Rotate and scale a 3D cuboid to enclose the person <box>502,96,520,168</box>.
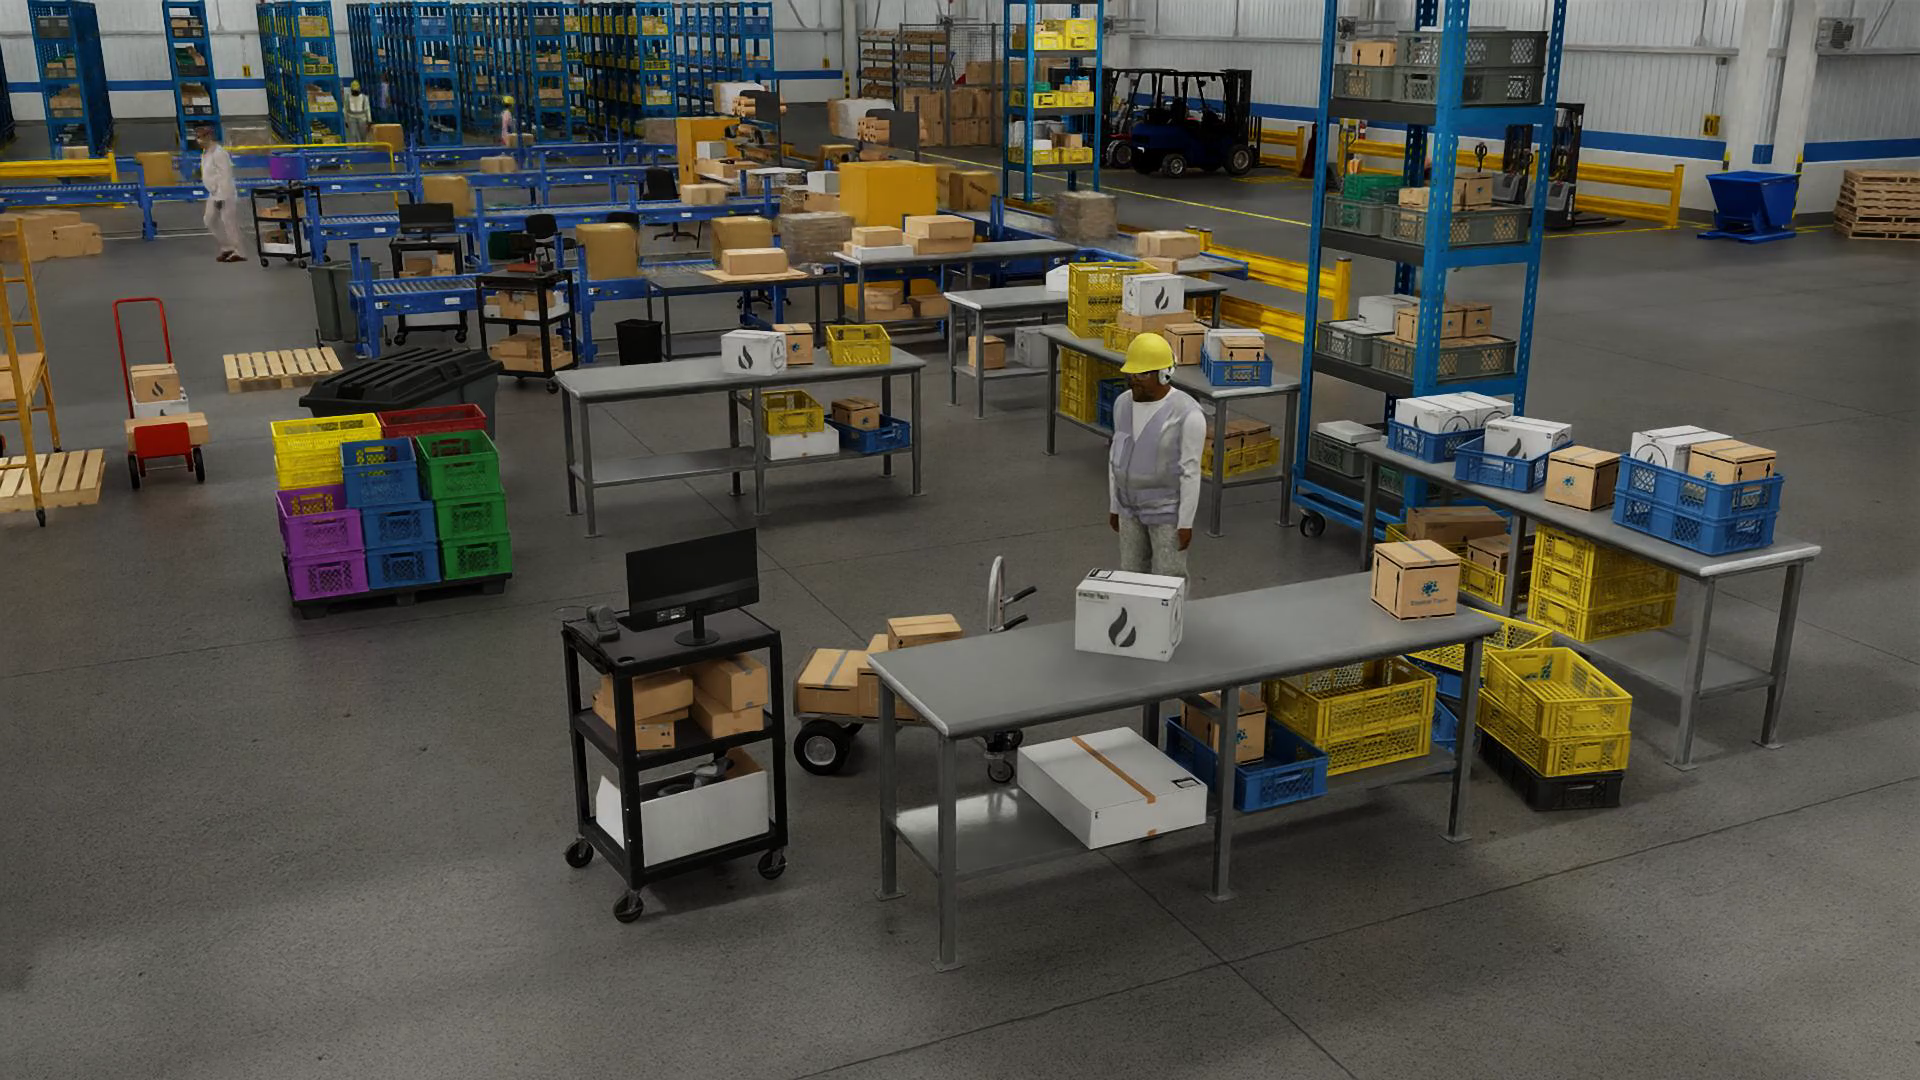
[{"bbox_3d":[-9.274,-8.252,34.232,0.955,1.711,0.529,-6,19,-18],"label":"person"}]

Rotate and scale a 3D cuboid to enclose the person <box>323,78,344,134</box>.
[{"bbox_3d":[-17.495,-12.259,46.449,0.625,1.950,0.806,-3,18,-10],"label":"person"}]

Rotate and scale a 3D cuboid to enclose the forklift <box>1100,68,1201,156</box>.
[{"bbox_3d":[4.082,-9.564,37.410,2.680,1.987,1.157,-8,19,-23],"label":"forklift"}]

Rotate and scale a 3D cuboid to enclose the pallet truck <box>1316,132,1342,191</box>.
[{"bbox_3d":[7.723,-7.504,32.656,1.601,1.201,0.680,-8,19,-23],"label":"pallet truck"}]

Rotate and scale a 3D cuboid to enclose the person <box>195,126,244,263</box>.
[{"bbox_3d":[-10.236,-4.769,23.017,0.644,1.879,0.510,17,24,42],"label":"person"}]

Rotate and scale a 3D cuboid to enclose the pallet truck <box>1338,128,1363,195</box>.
[{"bbox_3d":[7.845,-7.140,31.411,1.522,1.261,0.704,-9,20,-25],"label":"pallet truck"}]

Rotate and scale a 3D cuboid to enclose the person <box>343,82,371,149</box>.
[{"bbox_3d":[-14.324,-9.980,39.571,0.611,1.772,0.938,-6,19,-19],"label":"person"}]

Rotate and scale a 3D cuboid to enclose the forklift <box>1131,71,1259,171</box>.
[{"bbox_3d":[4.998,-8.936,35.413,2.680,1.987,1.157,-9,20,-25],"label":"forklift"}]

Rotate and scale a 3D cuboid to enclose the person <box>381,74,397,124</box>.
[{"bbox_3d":[-15.275,-11.596,44.624,0.963,1.798,0.588,-8,19,-23],"label":"person"}]

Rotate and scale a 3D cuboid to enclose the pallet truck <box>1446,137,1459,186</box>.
[{"bbox_3d":[9.184,-6.485,29.328,1.630,1.274,0.653,-8,19,-23],"label":"pallet truck"}]

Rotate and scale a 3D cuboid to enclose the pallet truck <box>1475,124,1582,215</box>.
[{"bbox_3d":[9.707,-6.455,28.103,1.885,1.965,0.823,-7,19,-20],"label":"pallet truck"}]

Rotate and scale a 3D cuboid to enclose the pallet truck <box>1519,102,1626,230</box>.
[{"bbox_3d":[9.972,-6.037,26.785,1.885,1.965,0.823,-9,20,-25],"label":"pallet truck"}]

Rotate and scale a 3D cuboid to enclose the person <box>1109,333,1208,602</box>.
[{"bbox_3d":[0.984,-0.171,8.608,0.403,1.820,0.594,-16,23,-40],"label":"person"}]

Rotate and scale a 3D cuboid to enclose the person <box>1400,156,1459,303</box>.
[{"bbox_3d":[4.724,-2.854,16.755,0.704,1.999,0.680,0,18,0],"label":"person"}]
